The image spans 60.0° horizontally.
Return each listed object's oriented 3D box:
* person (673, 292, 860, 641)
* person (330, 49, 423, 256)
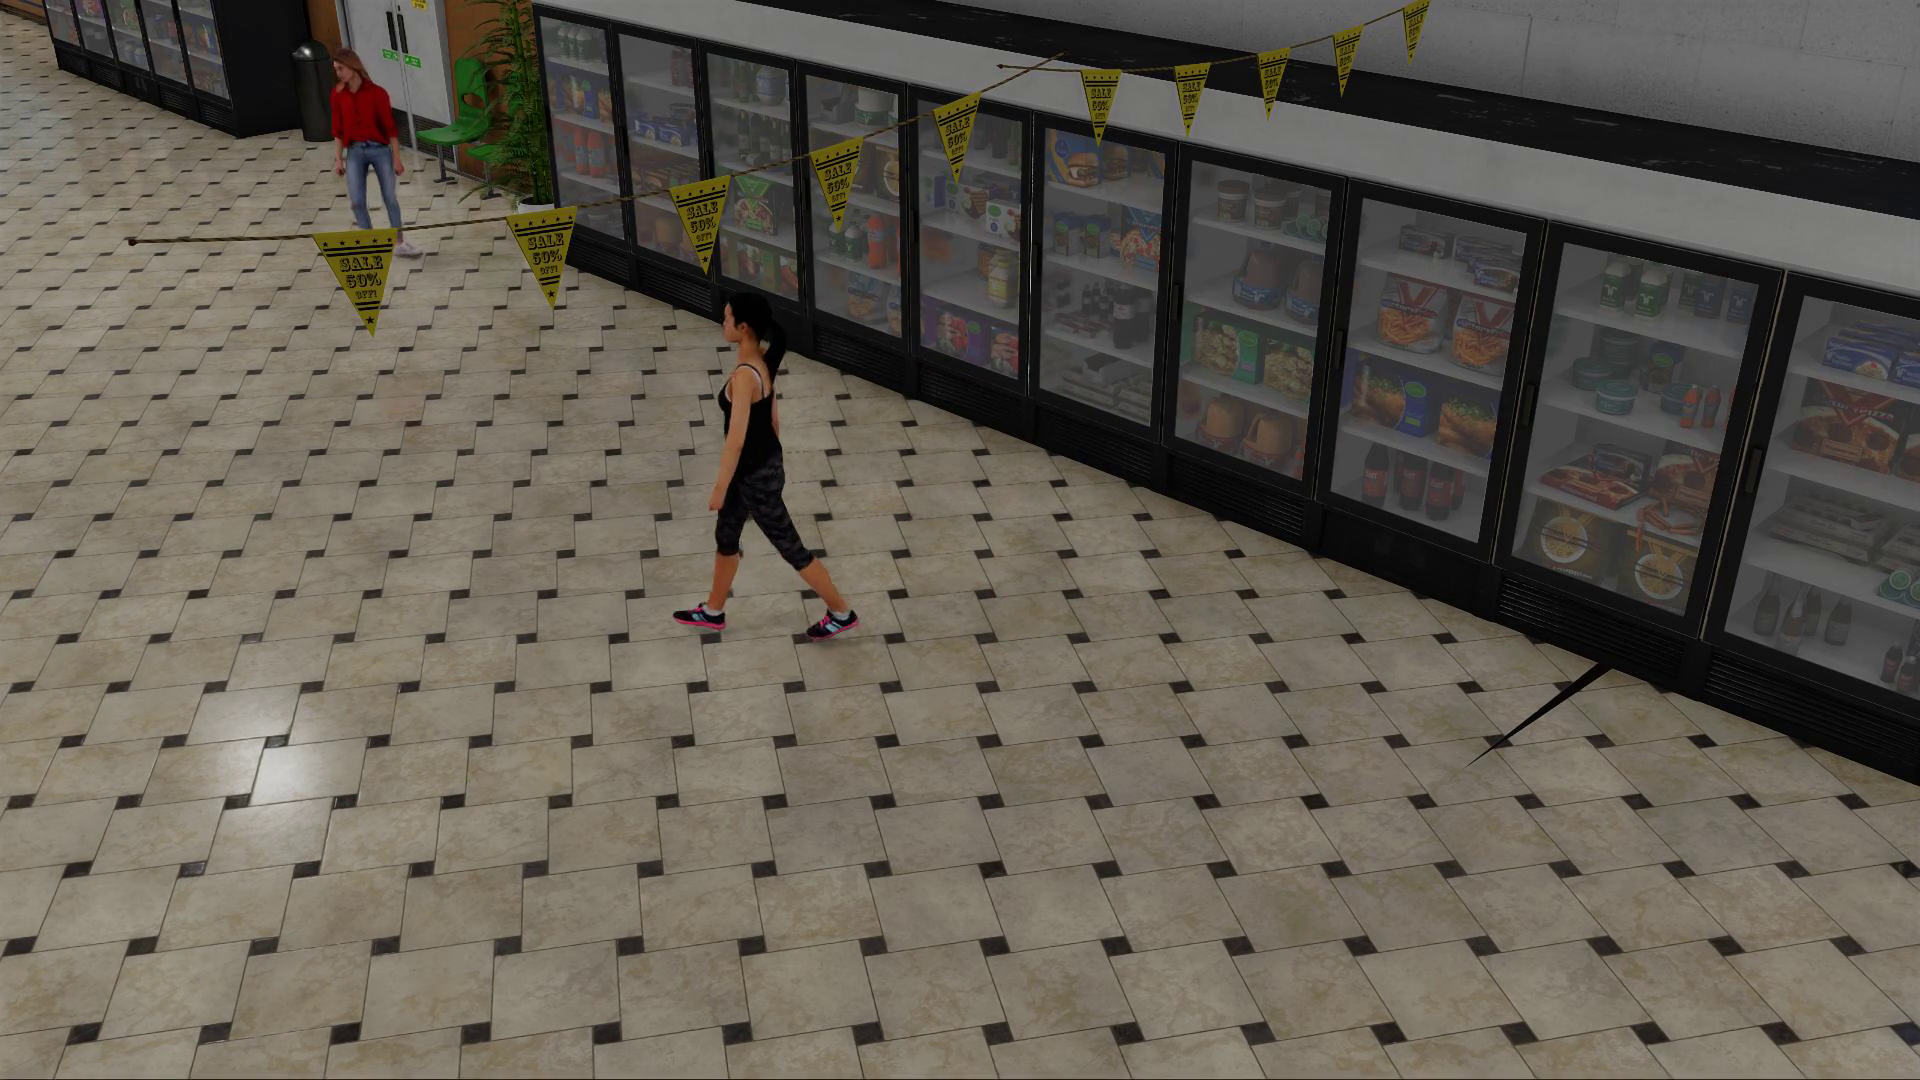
[{"bbox_3d":[-0.831,-0.264,7.596,1.120,1.682,1.105,2,27,4],"label":"person"},{"bbox_3d":[-4.589,-2.985,12.973,0.861,1.672,0.929,-7,28,-14],"label":"person"}]
